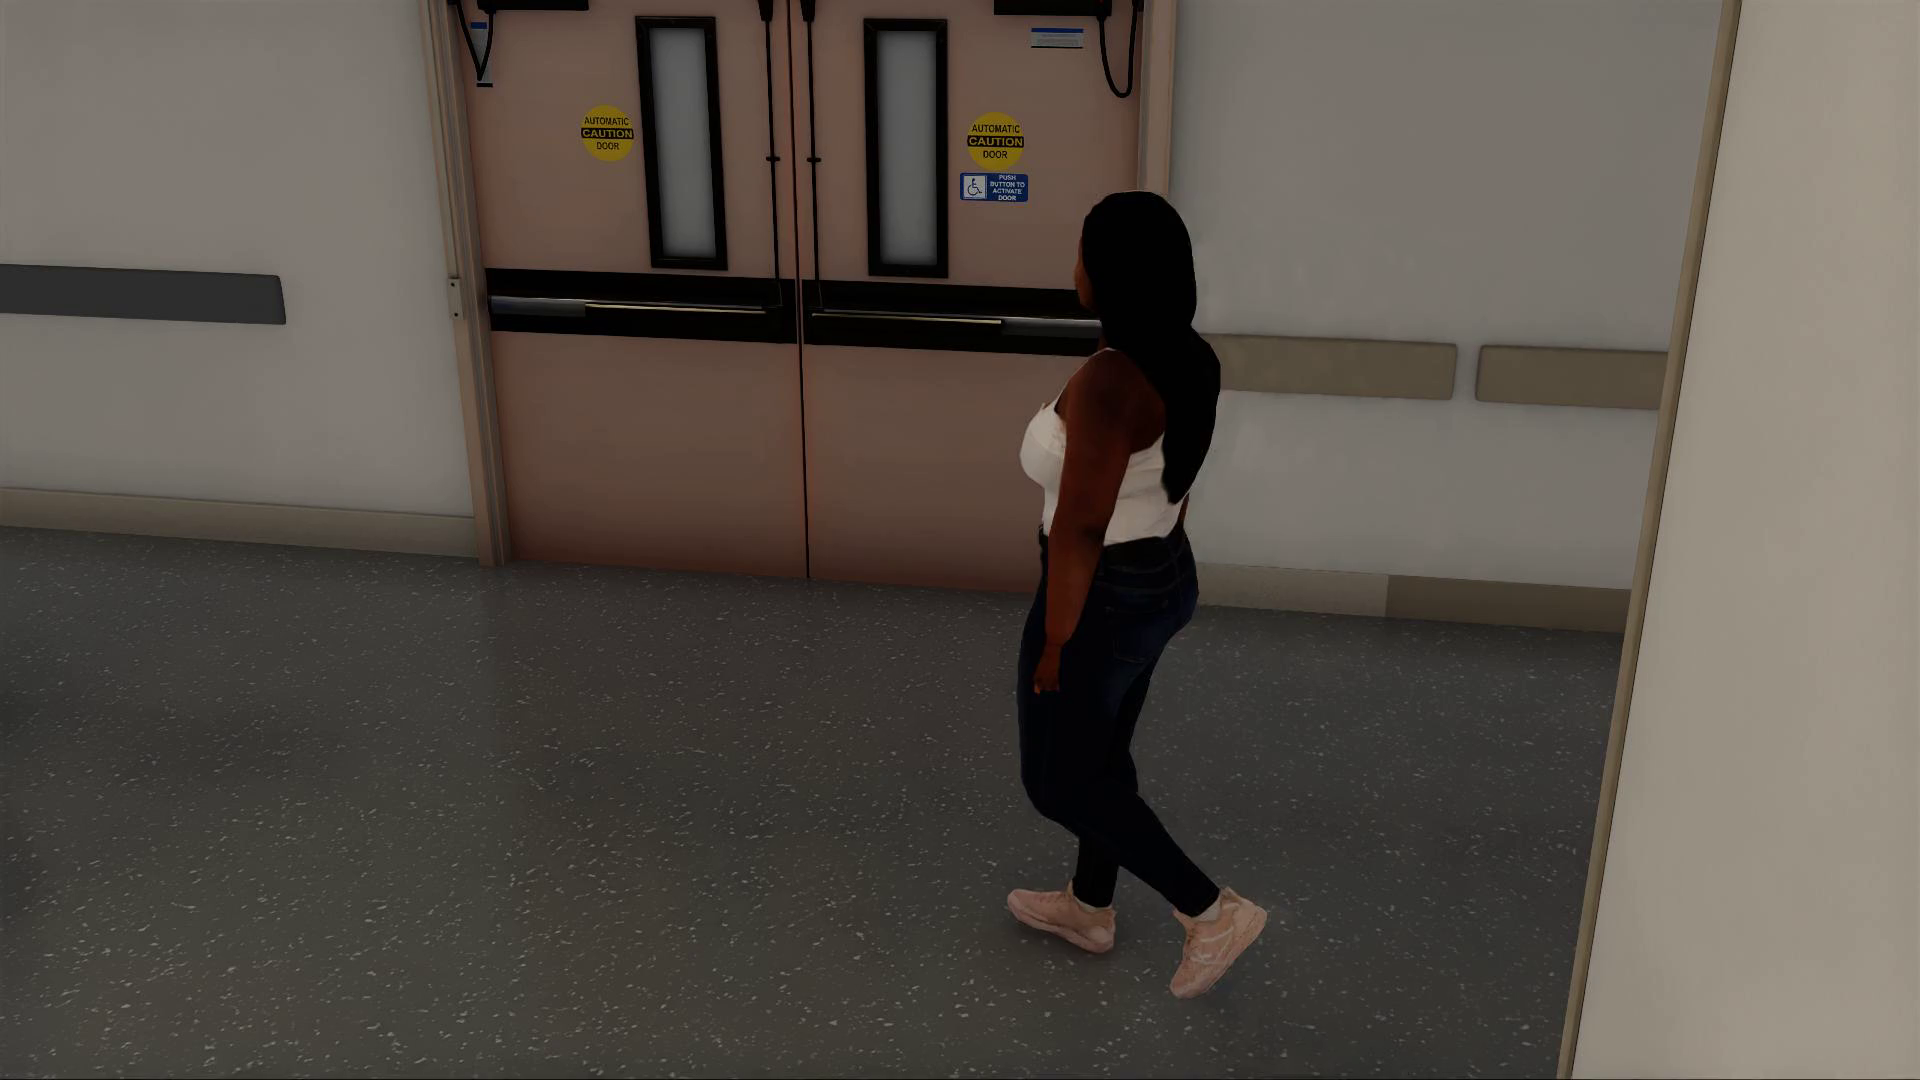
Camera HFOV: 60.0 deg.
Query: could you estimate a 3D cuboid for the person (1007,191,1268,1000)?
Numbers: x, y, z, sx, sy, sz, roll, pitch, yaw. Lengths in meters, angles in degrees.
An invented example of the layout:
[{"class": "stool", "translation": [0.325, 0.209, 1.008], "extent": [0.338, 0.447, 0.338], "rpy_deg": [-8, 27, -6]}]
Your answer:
[{"class": "person", "translation": [0.397, 0.179, 3.573], "extent": [1.027, 1.797, 0.847], "rpy_deg": [12, 24, 29]}]
